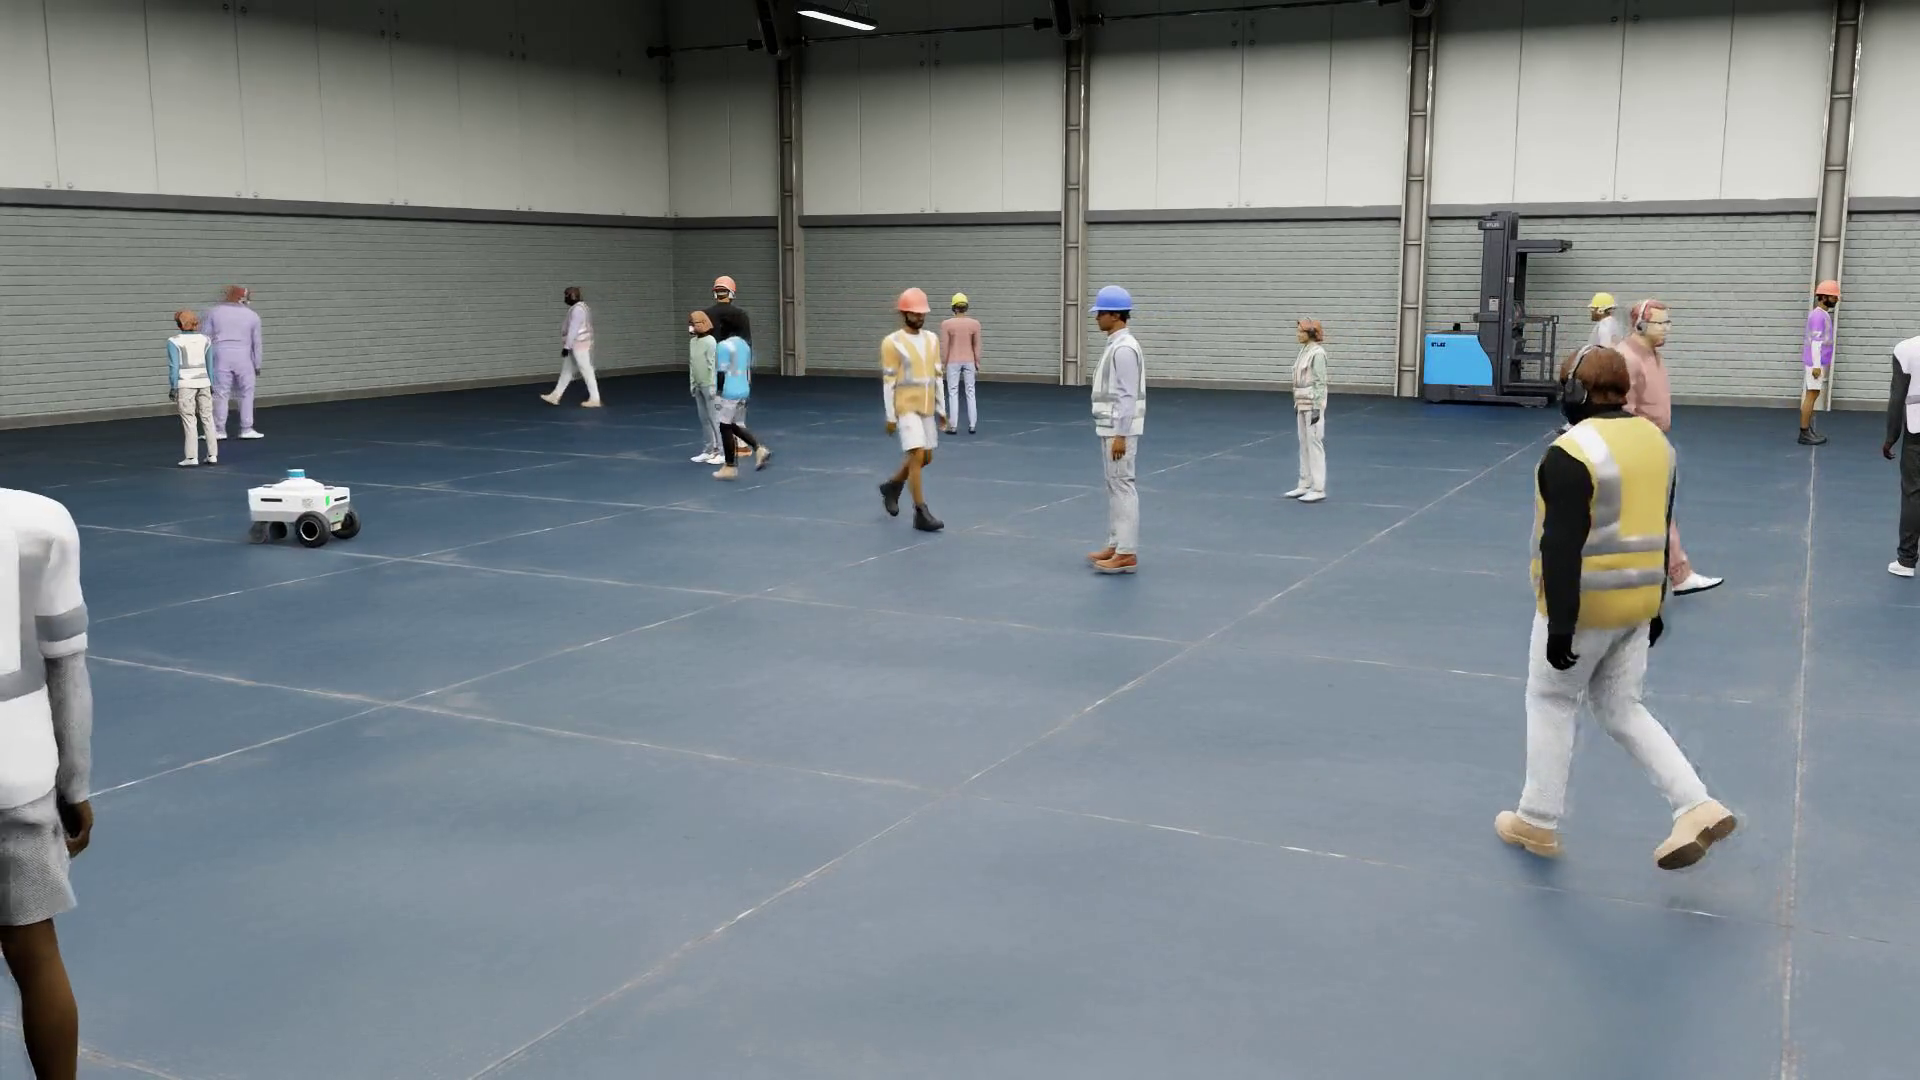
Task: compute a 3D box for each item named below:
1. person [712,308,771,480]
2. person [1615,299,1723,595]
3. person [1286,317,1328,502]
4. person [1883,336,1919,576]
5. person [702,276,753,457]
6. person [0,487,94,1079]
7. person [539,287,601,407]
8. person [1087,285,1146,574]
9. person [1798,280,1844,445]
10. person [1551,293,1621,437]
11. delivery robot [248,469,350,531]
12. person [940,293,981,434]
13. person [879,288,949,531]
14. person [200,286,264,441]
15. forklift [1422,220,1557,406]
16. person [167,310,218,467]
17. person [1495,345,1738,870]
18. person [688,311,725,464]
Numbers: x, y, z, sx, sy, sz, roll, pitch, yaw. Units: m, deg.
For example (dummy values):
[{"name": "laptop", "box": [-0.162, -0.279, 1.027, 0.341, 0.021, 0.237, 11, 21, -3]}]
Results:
[{"name": "person", "box": [-2.189, -1.429, 16.325, 0.491, 1.684, 0.540, 3, 10, 17]}, {"name": "person", "box": [4.299, -0.559, 10.409, 0.960, 1.858, 0.678, 9, 13, 43]}, {"name": "person", "box": [3.124, -1.170, 14.877, 0.310, 1.636, 0.522, -1, 9, -7]}, {"name": "person", "box": [6.535, -0.705, 11.145, 0.596, 1.917, 0.369, 3, 10, 18]}, {"name": "person", "box": [-2.585, -1.919, 18.419, 0.608, 1.987, 0.388, 1, 9, 9]}, {"name": "person", "box": [-2.164, 0.528, 3.547, 0.353, 1.936, 0.587, 9, 13, 44]}, {"name": "person", "box": [-5.879, -2.896, 25.027, 0.932, 1.799, 0.627, -3, 10, -15]}, {"name": "person", "box": [1.064, -0.759, 11.383, 0.404, 1.945, 0.615, 0, 9, -2]}, {"name": "person", "box": [10.230, -2.112, 19.767, 0.377, 1.932, 0.552, 5, 11, 30]}, {"name": "person", "box": [7.693, -2.073, 20.017, 0.950, 1.782, 0.583, 6, 11, 33]}, {"name": "delivery robot", "box": [-5.023, -0.293, 12.636, 0.707, 0.478, 0.477, 2, 9, 11]}, {"name": "person", "box": [-0.002, -2.222, 20.970, 0.534, 1.765, 0.324, -3, 10, -17]}, {"name": "person", "box": [-0.407, -1.063, 13.355, 0.549, 1.917, 0.808, -9, 13, -43]}, {"name": "person", "box": [-8.913, -2.153, 20.257, 0.794, 1.868, 0.397, -3, 10, -19]}, {"name": "forklift", "box": [8.245, -3.527, 25.720, 1.873, 2.768, 1.129, 5, 10, 27]}, {"name": "person", "box": [-8.071, -1.594, 17.484, 0.310, 1.638, 0.523, 5, 11, 29]}, {"name": "person", "box": [2.254, 0.240, 5.684, 0.635, 1.808, 0.786, -6, 11, -33]}, {"name": "person", "box": [-2.727, -1.629, 17.764, 0.314, 1.622, 0.514, -7, 12, -37]}]
